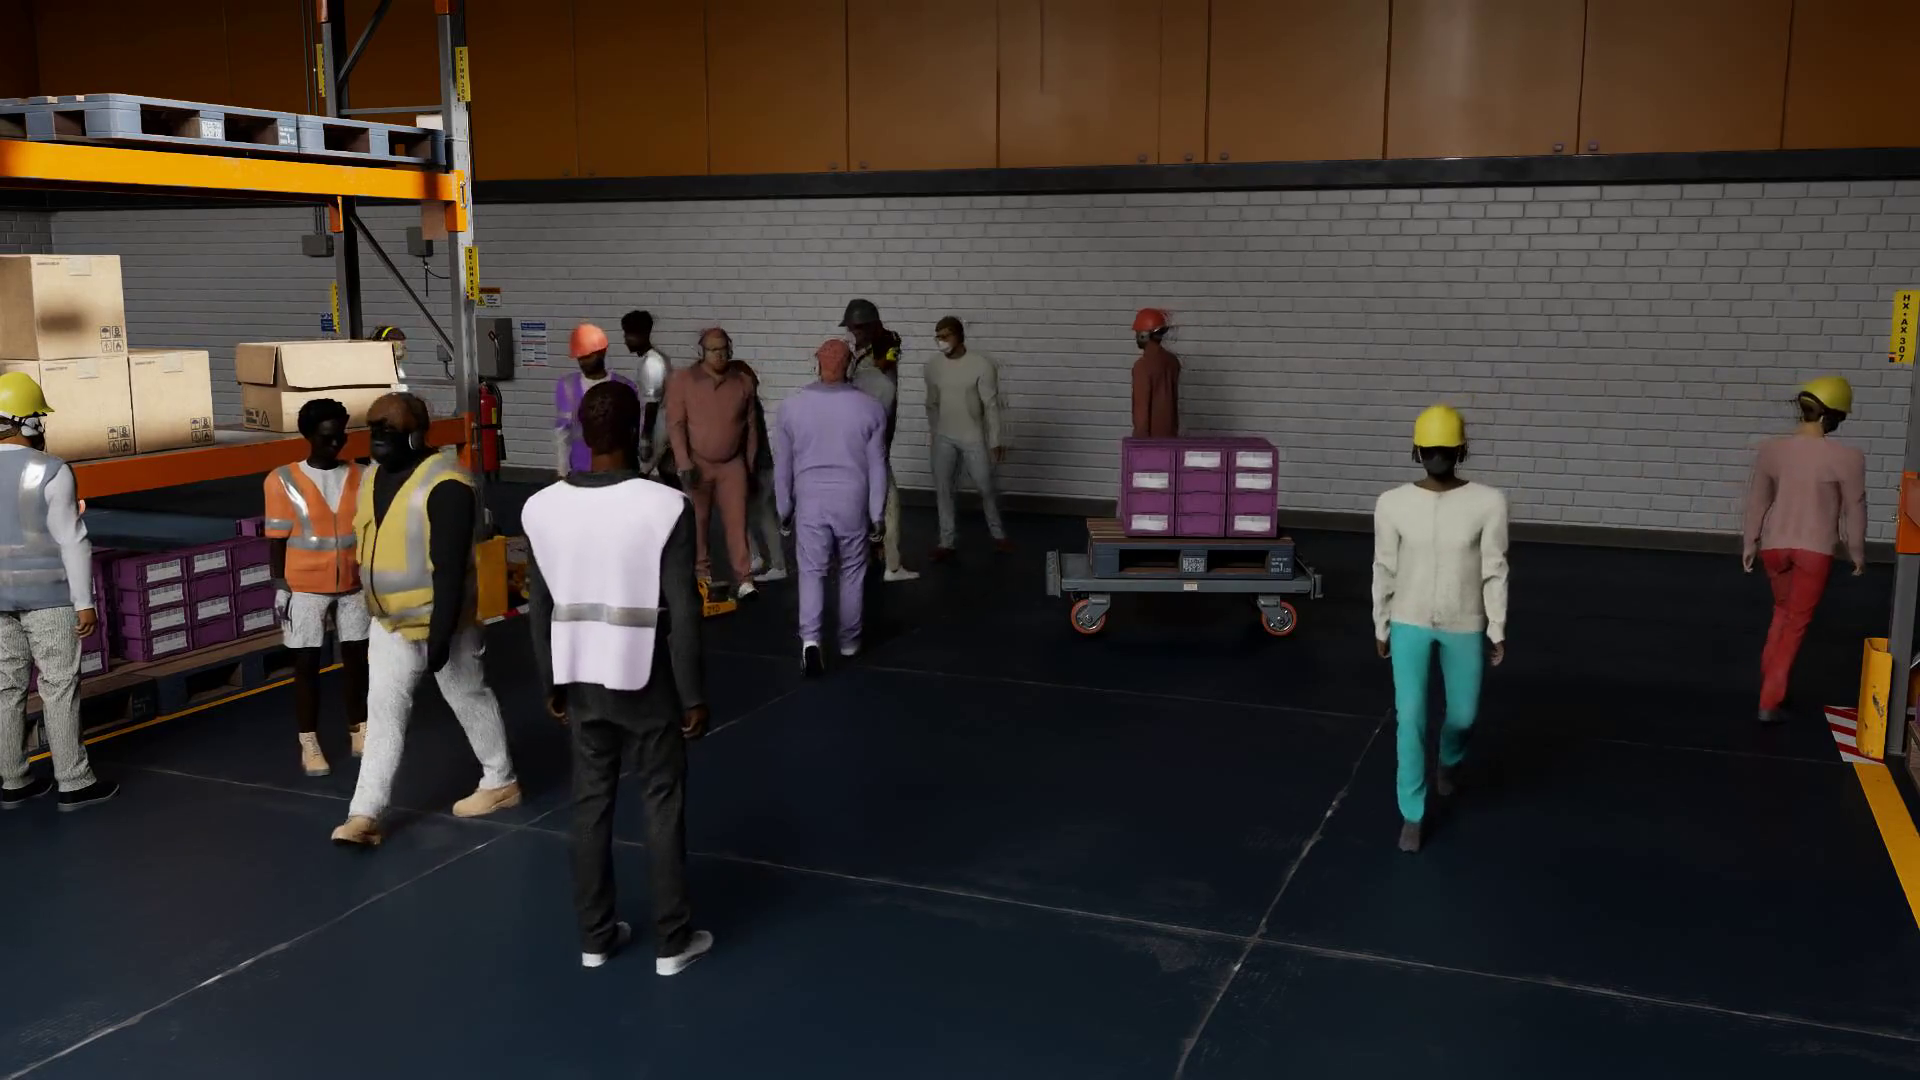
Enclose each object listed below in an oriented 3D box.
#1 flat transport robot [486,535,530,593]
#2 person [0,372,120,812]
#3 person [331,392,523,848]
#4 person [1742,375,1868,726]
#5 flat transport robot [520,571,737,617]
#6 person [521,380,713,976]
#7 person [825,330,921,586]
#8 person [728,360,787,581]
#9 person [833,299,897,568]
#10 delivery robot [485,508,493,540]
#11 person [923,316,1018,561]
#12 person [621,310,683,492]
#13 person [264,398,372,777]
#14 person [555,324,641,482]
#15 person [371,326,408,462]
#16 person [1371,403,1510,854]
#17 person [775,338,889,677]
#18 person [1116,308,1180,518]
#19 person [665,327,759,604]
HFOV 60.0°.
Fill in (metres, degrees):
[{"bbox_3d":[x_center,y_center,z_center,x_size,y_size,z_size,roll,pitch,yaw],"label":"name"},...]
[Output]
[{"bbox_3d":[-3.189,0.155,12.051,0.652,0.197,1.431,-7,12,-36],"label":"flat transport robot"},{"bbox_3d":[-3.854,0.223,6.918,0.589,1.833,0.404,2,9,9],"label":"person"},{"bbox_3d":[-2.127,0.303,6.587,0.643,1.795,0.904,6,11,32],"label":"person"},{"bbox_3d":[4.206,0.051,8.270,0.687,1.730,0.533,-7,11,-35],"label":"person"},{"bbox_3d":[-2.201,0.334,10.966,1.431,0.197,0.652,8,12,39],"label":"flat transport robot"},{"bbox_3d":[-1.084,0.452,5.306,0.611,1.908,0.427,3,10,17],"label":"person"},{"bbox_3d":[-0.706,-0.572,11.780,0.880,1.828,0.576,-8,12,-39],"label":"person"},{"bbox_3d":[-1.487,-0.490,11.924,0.513,1.598,0.517,-3,10,-20],"label":"person"},{"bbox_3d":[-0.760,-0.813,12.567,0.541,2.000,0.697,-3,10,-19],"label":"person"},{"bbox_3d":[-3.888,-0.164,12.844,0.477,0.478,0.707,-7,11,-36],"label":"delivery robot"},{"bbox_3d":[0.059,-0.794,12.926,0.662,1.903,0.758,5,10,26],"label":"person"},{"bbox_3d":[-2.458,-0.847,13.165,0.623,1.925,0.617,-1,9,-3],"label":"person"},{"bbox_3d":[-2.825,0.204,7.474,0.533,1.690,0.336,-8,12,-39],"label":"person"},{"bbox_3d":[-2.420,-0.495,11.164,0.551,1.898,0.834,0,9,1],"label":"person"},{"bbox_3d":[-4.280,-0.702,12.583,0.984,1.805,0.554,2,9,9],"label":"person"},{"bbox_3d":[1.901,0.315,6.614,0.526,1.745,0.692,3,10,17],"label":"person"},{"bbox_3d":[-0.721,-0.194,9.321,0.649,1.873,0.897,0,9,2],"label":"person"},{"bbox_3d":[1.573,-0.840,13.034,1.009,1.954,0.618,9,13,42],"label":"person"},{"bbox_3d":[-1.645,-0.496,11.222,0.638,1.850,0.981,-3,10,-18],"label":"person"}]
